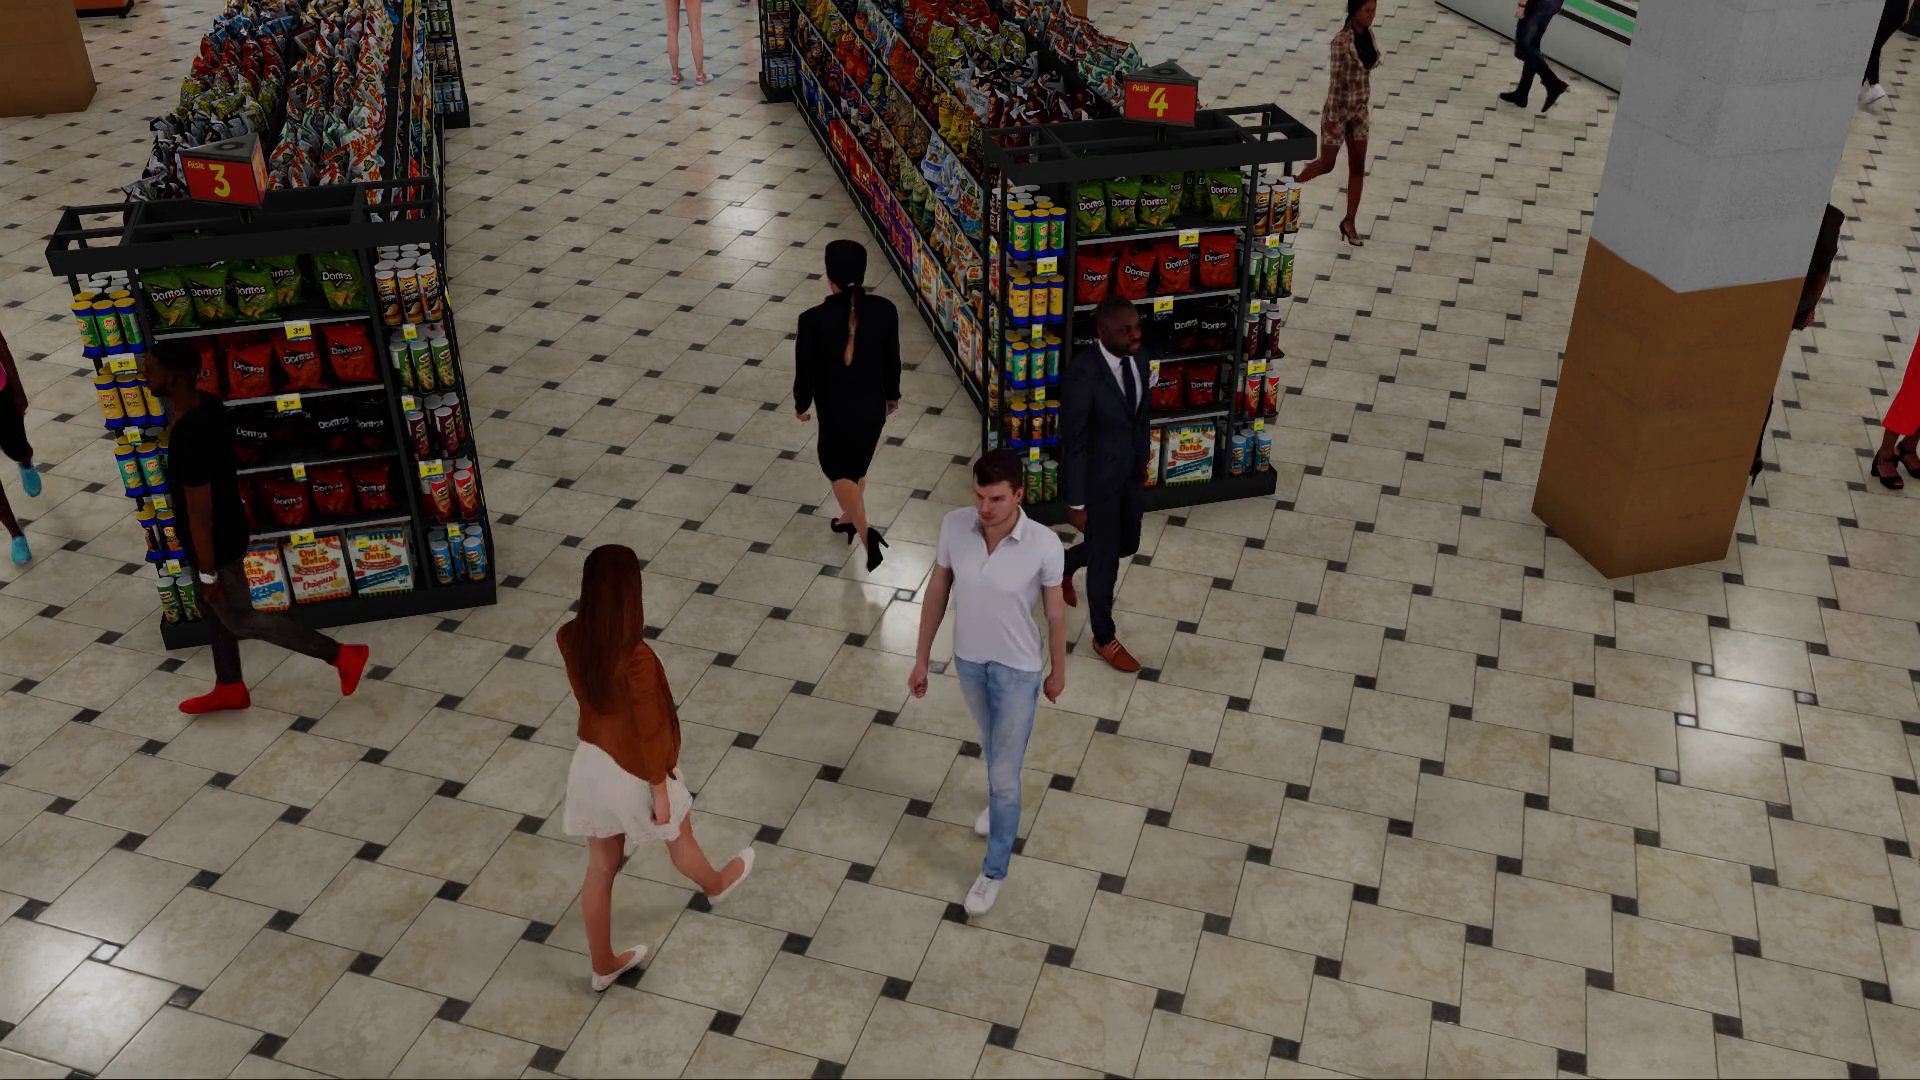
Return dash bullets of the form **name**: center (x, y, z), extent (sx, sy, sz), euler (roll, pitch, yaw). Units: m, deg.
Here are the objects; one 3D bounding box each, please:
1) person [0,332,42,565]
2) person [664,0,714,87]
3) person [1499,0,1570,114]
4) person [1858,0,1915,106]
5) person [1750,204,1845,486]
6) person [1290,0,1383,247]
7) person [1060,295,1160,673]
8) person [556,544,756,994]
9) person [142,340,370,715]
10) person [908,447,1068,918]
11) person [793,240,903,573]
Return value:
- **person**: center (-4.893, -0.753, 8.278), extent (0.710, 1.708, 1.044), euler (-15, 35, -23)
- **person**: center (-2.539, -5.037, 15.120), extent (0.646, 1.753, 0.669), euler (5, 32, 7)
- **person**: center (5.069, -4.607, 14.302), extent (0.894, 1.887, 1.107), euler (-19, 37, -28)
- **person**: center (8.115, -4.610, 14.558), extent (0.789, 1.623, 1.019), euler (1, 32, 2)
- **person**: center (4.356, -1.132, 8.794), extent (0.715, 1.807, 0.876), euler (-14, 35, -21)
- **person**: center (2.681, -3.021, 11.868), extent (0.779, 1.766, 1.120), euler (-18, 36, -26)
- **person**: center (0.587, -0.289, 7.442), extent (1.072, 1.804, 0.972), euler (25, 39, 34)
- **person**: center (-1.224, 0.857, 5.720), extent (1.048, 1.676, 1.093), euler (20, 37, 28)
- **person**: center (-3.031, -0.008, 7.009), extent (0.731, 1.784, 1.016), euler (-7, 33, -11)
- **person**: center (0.182, 0.416, 6.294), extent (1.039, 1.820, 1.095), euler (18, 36, 27)
- **person**: center (-0.521, -0.601, 8.082), extent (0.842, 1.656, 1.033), euler (-16, 35, -24)
